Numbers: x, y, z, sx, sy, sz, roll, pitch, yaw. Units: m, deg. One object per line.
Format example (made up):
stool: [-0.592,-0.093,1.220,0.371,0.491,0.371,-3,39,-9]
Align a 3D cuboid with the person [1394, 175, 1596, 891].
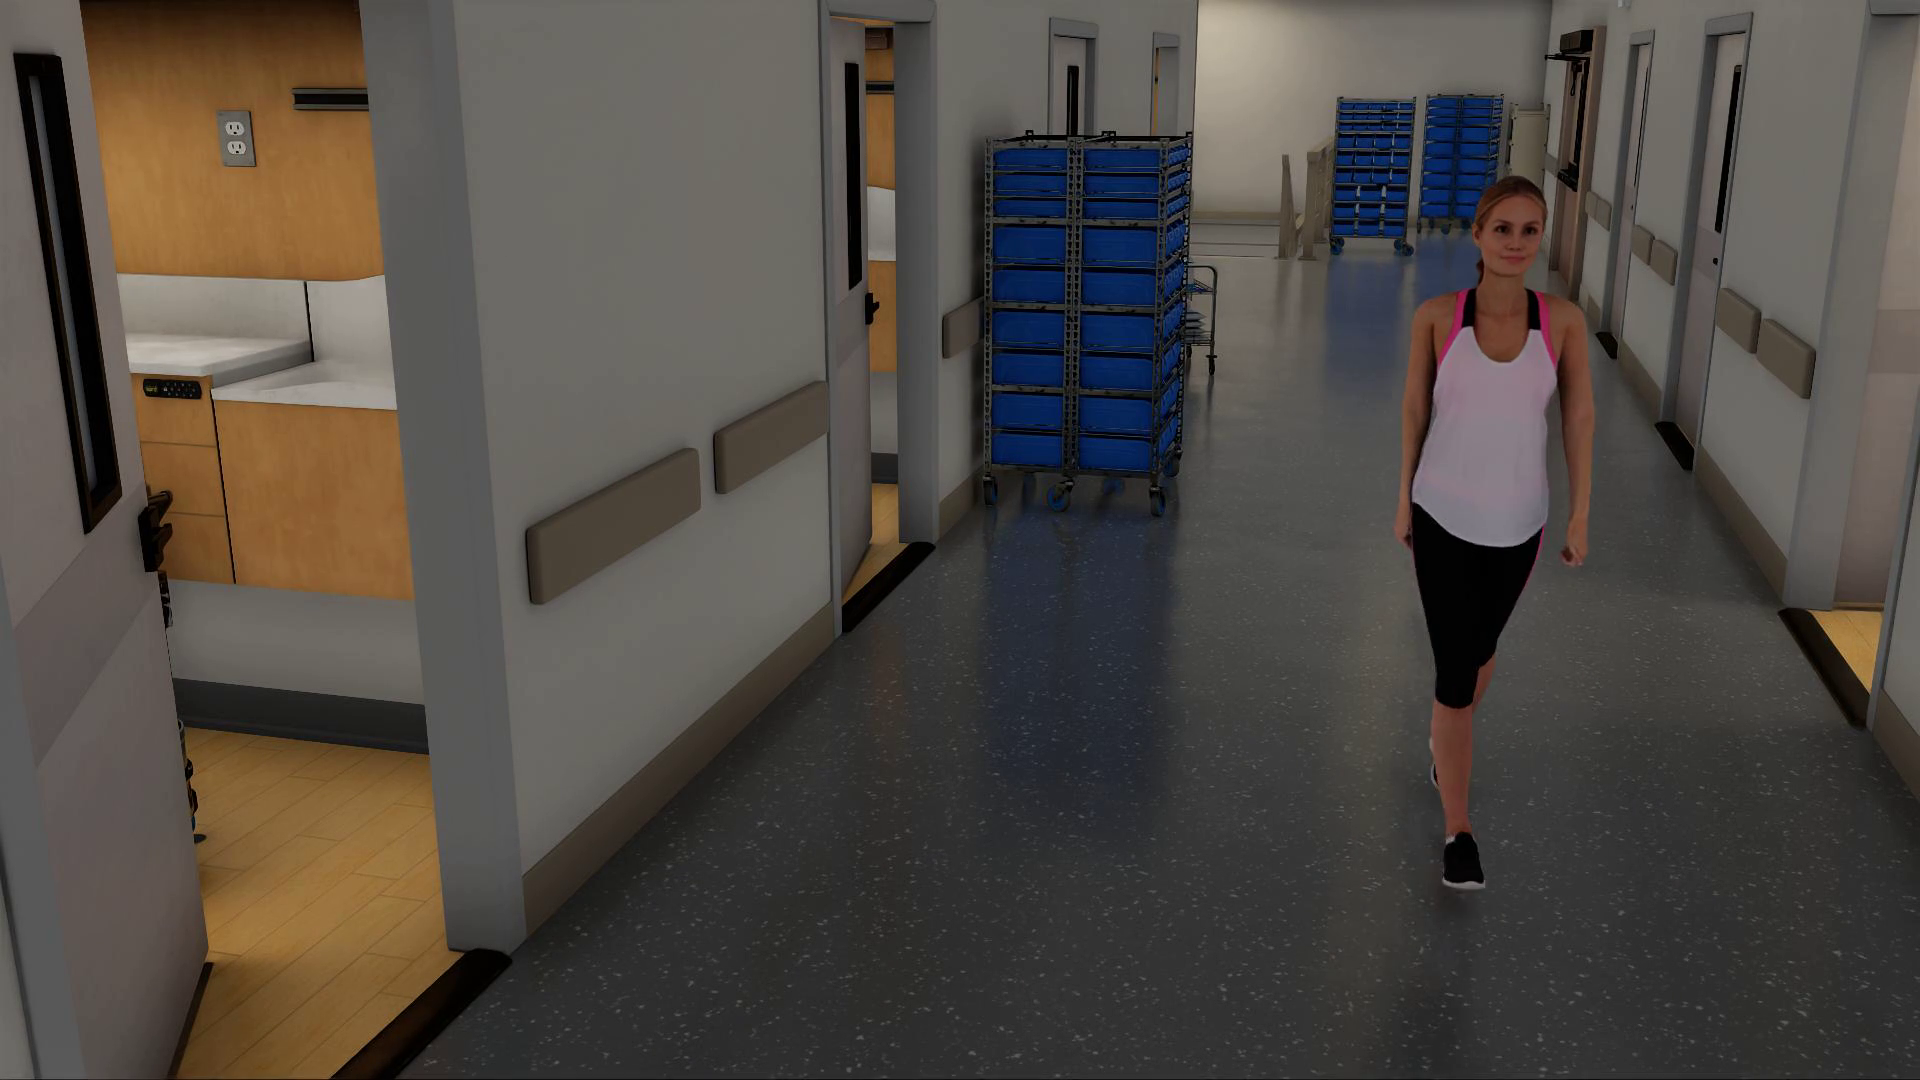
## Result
person: [1.367,-0.033,4.385,0.640,1.734,1.195,4,16,12]
